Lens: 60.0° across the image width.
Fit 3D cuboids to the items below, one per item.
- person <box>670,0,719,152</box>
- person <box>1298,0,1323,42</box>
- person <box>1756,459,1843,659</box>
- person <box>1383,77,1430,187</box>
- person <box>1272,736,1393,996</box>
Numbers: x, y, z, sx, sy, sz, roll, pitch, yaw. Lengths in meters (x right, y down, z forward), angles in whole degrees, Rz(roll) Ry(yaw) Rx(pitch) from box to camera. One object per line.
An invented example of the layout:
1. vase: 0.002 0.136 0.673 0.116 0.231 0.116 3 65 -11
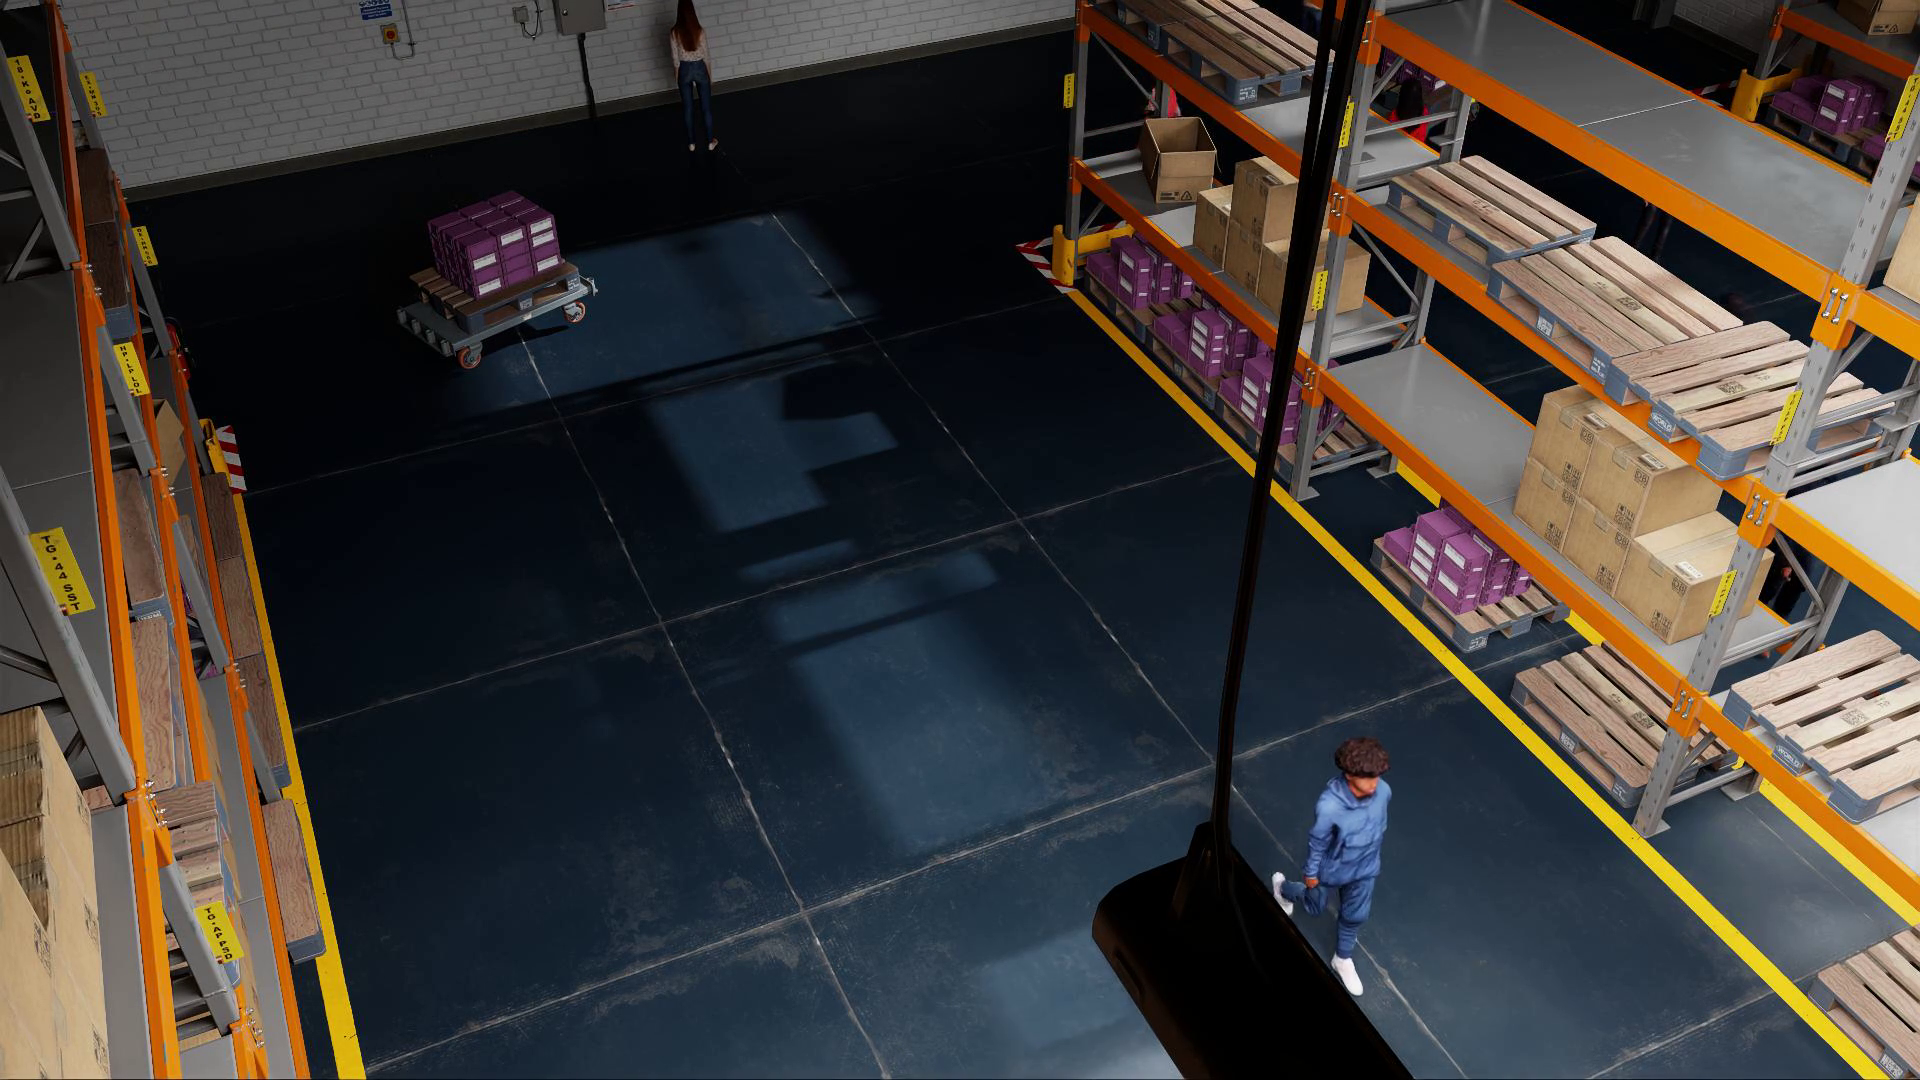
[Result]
1. person: -2.939 -5.130 18.321 0.640 1.728 0.626 -2 39 -3
2. person: 4.166 -6.199 19.612 0.569 1.789 0.706 31 48 33
3. person: 5.857 0.006 11.821 0.701 1.814 0.645 -17 42 -20
4. person: 4.419 -3.743 16.575 0.696 1.741 0.763 -7 39 -9
5. person: 2.165 1.789 9.610 0.688 1.788 1.051 -15 41 -18
